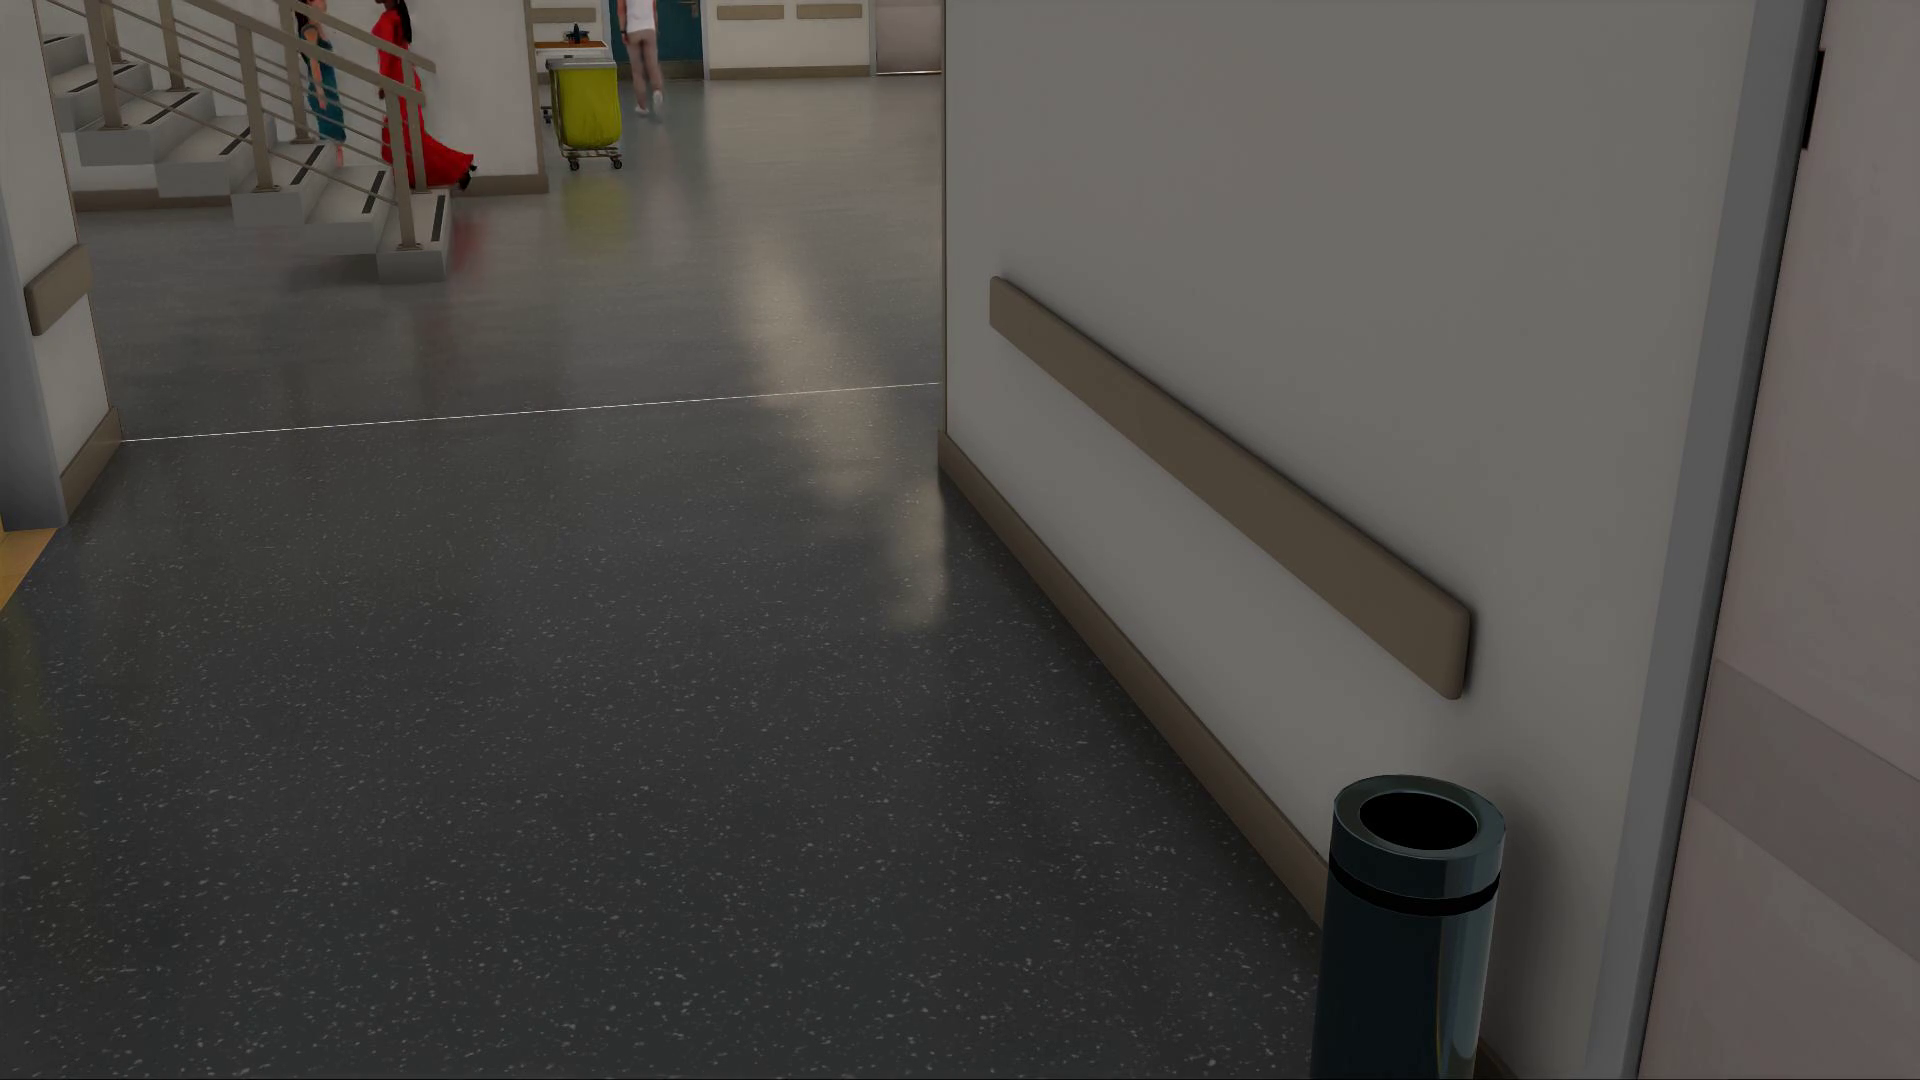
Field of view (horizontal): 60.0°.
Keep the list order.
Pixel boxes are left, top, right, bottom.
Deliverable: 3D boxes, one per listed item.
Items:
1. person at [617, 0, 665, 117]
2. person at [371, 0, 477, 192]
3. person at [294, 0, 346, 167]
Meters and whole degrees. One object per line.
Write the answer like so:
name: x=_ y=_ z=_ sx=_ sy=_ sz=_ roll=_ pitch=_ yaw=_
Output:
person: x=-3.560 y=-5.681 z=18.671 sx=1.114 sy=1.853 sz=0.884 roll=-9 pitch=23 yaw=-23
person: x=-4.314 y=-3.532 z=13.130 sx=1.052 sy=1.759 sz=0.650 roll=-3 pitch=21 yaw=-8
person: x=-5.051 y=-3.443 z=13.013 sx=0.763 sy=1.675 sz=0.601 roll=-3 pitch=21 yaw=-9
